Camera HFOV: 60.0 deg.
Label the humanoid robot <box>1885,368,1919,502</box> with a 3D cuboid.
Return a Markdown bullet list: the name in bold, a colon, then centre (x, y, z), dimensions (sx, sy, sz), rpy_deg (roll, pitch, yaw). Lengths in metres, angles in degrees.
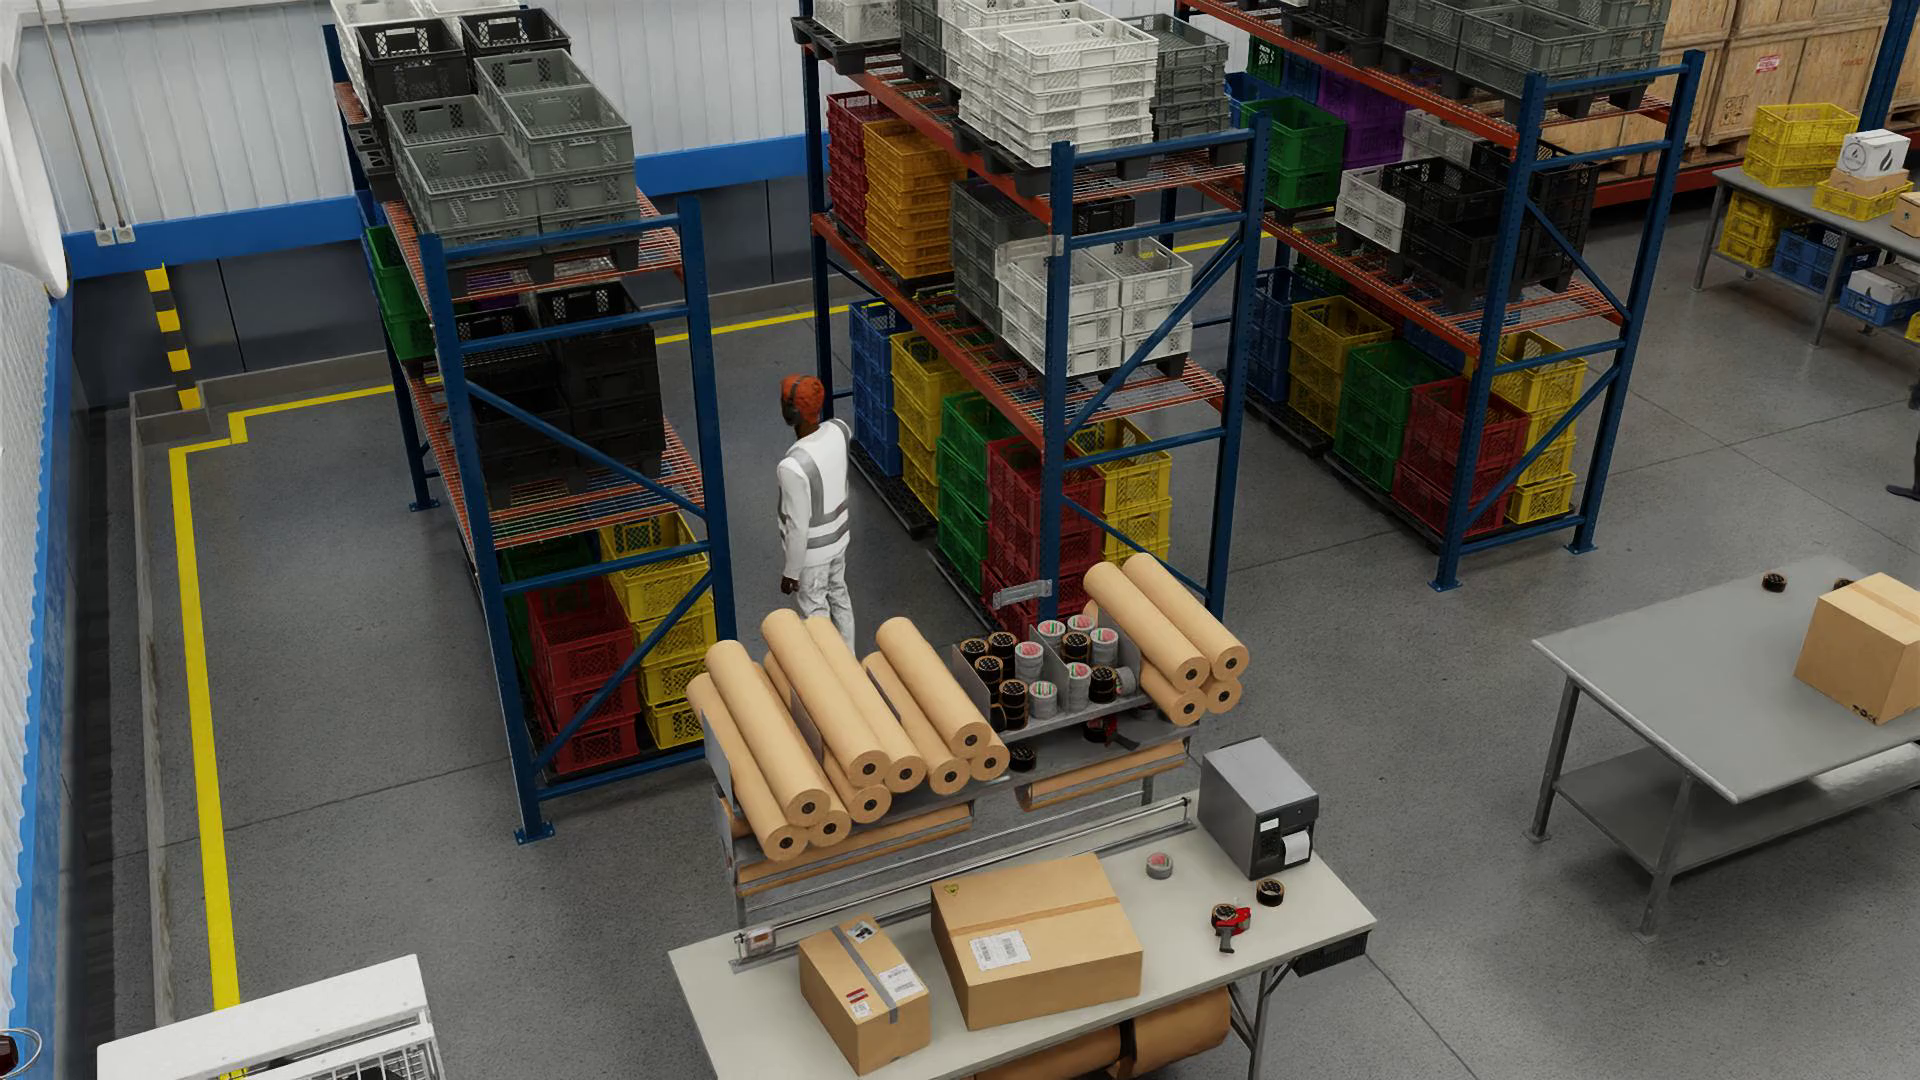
- **humanoid robot**: centre (6.154, -1.046, 10.325), dimensions (0.575, 1.652, 0.348), rpy_deg (-19, 37, -28)

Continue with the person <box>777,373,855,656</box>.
- **person**: centre (-0.731, 0.028, 8.385), dimensions (0.337, 1.882, 0.583), rpy_deg (13, 34, 20)
